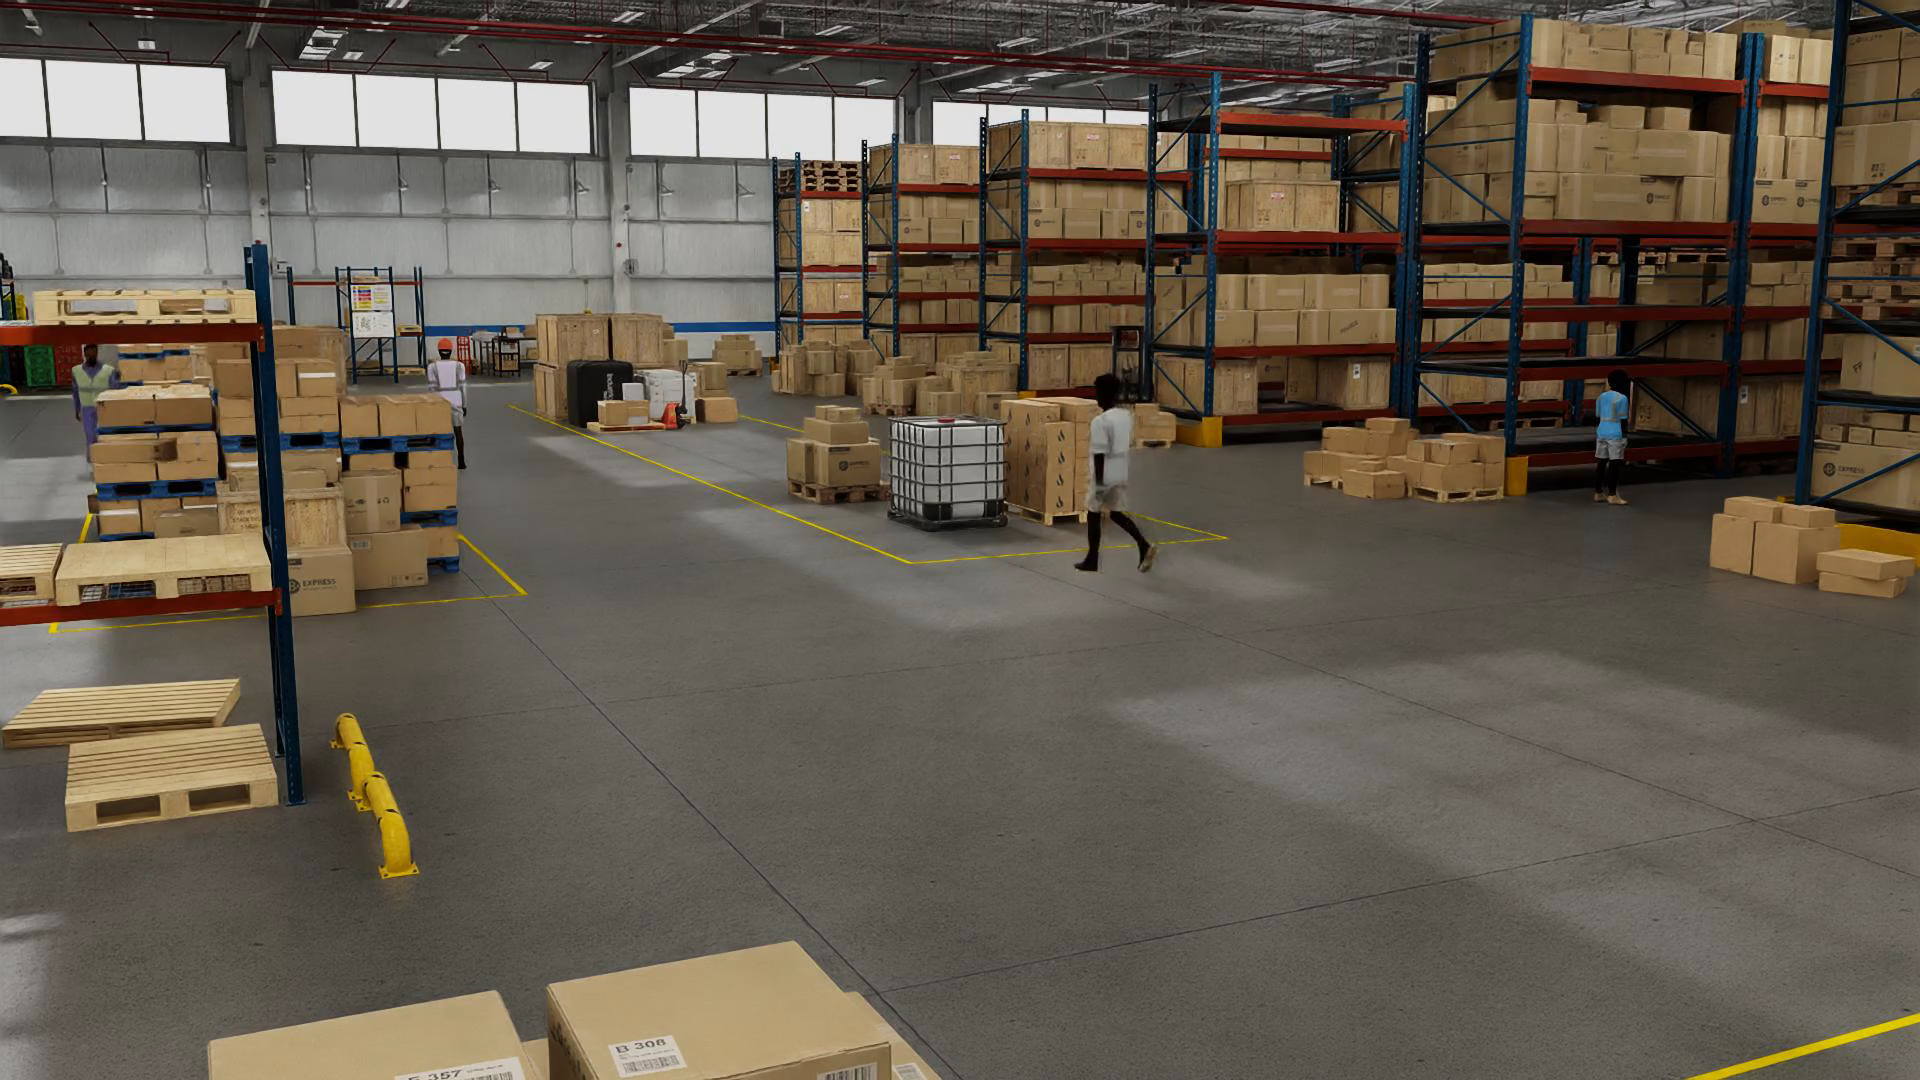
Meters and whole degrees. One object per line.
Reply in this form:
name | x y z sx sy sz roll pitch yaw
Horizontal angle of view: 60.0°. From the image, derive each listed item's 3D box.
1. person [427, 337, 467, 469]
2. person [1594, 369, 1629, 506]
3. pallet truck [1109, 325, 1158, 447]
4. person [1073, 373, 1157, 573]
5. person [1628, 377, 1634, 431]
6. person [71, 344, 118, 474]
person | -7.499 -1.991 24.356 0.544 1.939 0.354 -4 10 -22
person | 8.107 -1.275 20.671 0.319 1.693 0.532 -3 10 -16
pallet truck | 2.881 -2.596 27.923 0.823 1.965 1.885 -1 9 -7
person | 1.465 -0.613 15.793 0.812 1.945 0.615 8 12 42
person | 11.885 -2.788 29.400 0.407 1.908 0.641 1 9 3
person | -12.569 -1.930 24.227 0.610 1.866 1.015 -4 10 -22
